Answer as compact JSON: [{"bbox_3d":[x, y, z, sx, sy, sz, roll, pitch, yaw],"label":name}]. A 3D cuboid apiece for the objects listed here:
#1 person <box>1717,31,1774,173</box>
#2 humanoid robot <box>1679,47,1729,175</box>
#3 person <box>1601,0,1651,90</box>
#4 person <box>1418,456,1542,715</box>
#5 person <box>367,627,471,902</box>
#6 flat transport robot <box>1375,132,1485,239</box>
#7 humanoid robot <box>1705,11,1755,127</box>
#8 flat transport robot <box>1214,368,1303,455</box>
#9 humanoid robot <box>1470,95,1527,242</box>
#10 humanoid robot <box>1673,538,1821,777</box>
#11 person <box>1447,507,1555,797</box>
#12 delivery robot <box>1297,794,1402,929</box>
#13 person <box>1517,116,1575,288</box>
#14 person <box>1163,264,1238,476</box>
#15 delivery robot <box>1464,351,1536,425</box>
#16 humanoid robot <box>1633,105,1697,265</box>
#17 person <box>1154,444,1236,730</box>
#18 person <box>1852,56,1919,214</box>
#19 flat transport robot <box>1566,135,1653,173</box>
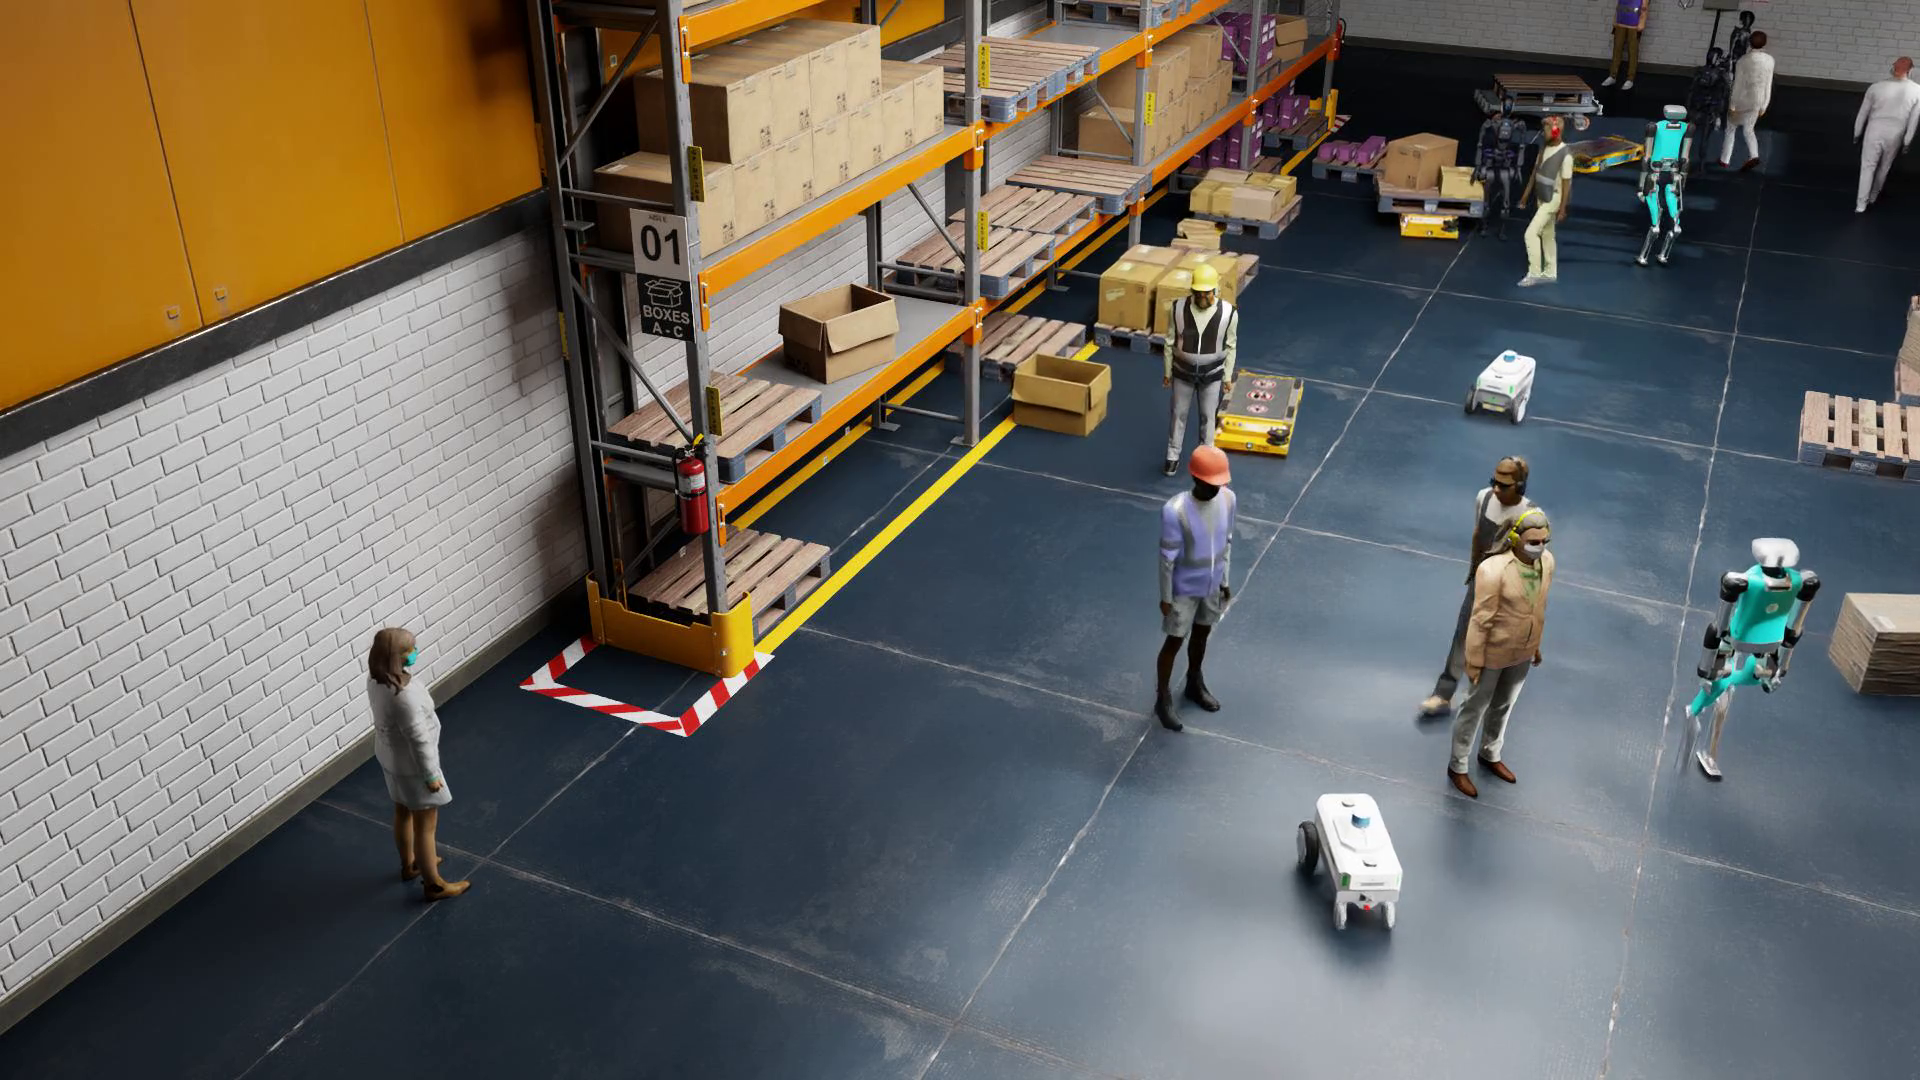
[{"bbox_3d":[10.301,-5.684,21.670,0.545,1.800,0.767,0,28,1],"label":"person"},{"bbox_3d":[9.672,-5.567,21.579,0.371,1.644,0.585,-17,33,-28],"label":"humanoid robot"},{"bbox_3d":[10.400,-8.000,25.828,0.443,1.923,0.535,-20,34,-32],"label":"person"},{"bbox_3d":[3.329,0.319,10.512,0.862,1.807,0.515,-22,35,-35],"label":"person"},{"bbox_3d":[-2.966,1.198,9.033,0.339,1.661,0.491,-23,36,-36],"label":"person"},{"bbox_3d":[5.618,-3.943,20.039,0.659,0.231,1.431,5,29,9],"label":"flat transport robot"},{"bbox_3d":[11.072,-6.723,23.750,0.756,1.624,0.590,25,37,38],"label":"humanoid robot"},{"bbox_3d":[2.679,-1.160,14.879,0.659,0.231,1.431,8,29,14],"label":"flat transport robot"},{"bbox_3d":[6.214,-4.292,19.199,0.589,1.648,0.427,2,28,4],"label":"humanoid robot"},{"bbox_3d":[4.591,0.727,9.943,0.543,1.877,0.764,1,28,1],"label":"humanoid robot"},{"bbox_3d":[3.212,0.635,9.856,0.562,1.872,0.390,-13,31,-22],"label":"person"},{"bbox_3d":[2.188,1.731,9.199,0.499,0.576,0.768,0,28,-1],"label":"delivery robot"},{"bbox_3d":[6.240,-3.614,17.805,0.672,1.809,0.576,-3,28,-6],"label":"person"},{"bbox_3d":[1.952,-1.380,13.638,0.588,1.834,0.403,5,29,9],"label":"person"},{"bbox_3d":[4.923,-1.409,15.040,0.499,0.595,0.783,17,33,29],"label":"delivery robot"},{"bbox_3d":[7.748,-3.847,18.213,0.530,1.693,0.744,1,28,2],"label":"humanoid robot"},{"bbox_3d":[1.498,0.274,10.473,0.543,1.934,0.372,-16,32,-27],"label":"person"},{"bbox_3d":[11.204,-4.920,20.178,0.659,1.858,0.982,12,31,21],"label":"person"},{"bbox_3d":[8.590,-5.180,22.332,1.431,0.231,0.659,-17,33,-29],"label":"flat transport robot"}]
